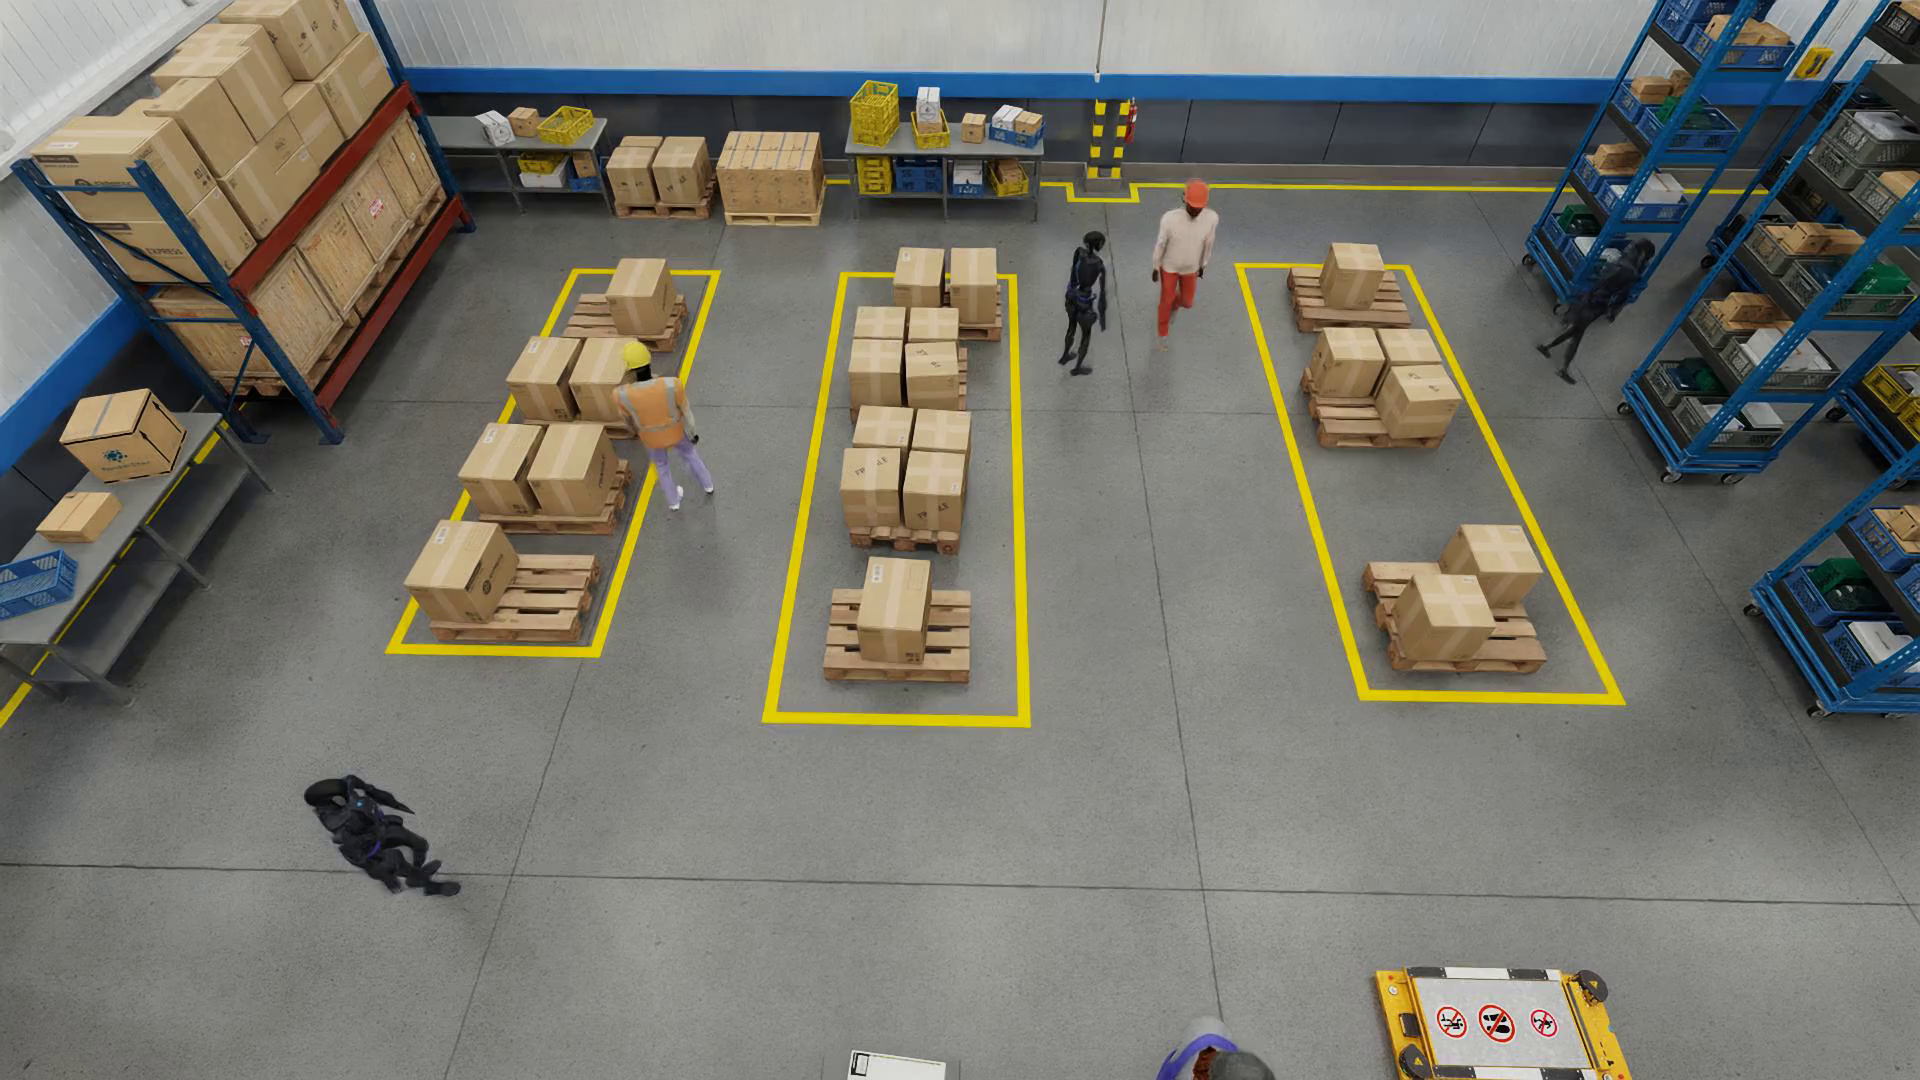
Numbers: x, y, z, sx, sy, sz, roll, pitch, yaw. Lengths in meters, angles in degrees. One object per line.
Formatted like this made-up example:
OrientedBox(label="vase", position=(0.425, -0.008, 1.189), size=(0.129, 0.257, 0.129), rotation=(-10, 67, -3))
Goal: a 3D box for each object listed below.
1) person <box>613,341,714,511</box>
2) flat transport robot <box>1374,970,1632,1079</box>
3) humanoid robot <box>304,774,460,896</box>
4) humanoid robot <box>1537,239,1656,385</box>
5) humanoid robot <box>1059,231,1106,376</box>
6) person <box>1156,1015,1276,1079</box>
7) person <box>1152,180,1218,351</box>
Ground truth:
OrientedBox(label="person", position=(-2.682, -1.002, 8.245), size=(0.592, 1.911, 0.480), rotation=(-17, 53, -13))
OrientedBox(label="flat transport robot", position=(3.501, 3.133, 5.914), size=(1.431, 0.197, 0.652), rotation=(1, 51, 1))
OrientedBox(label="humanoid robot", position=(-3.788, 1.967, 5.978), size=(0.371, 1.654, 0.597), rotation=(-13, 52, -10))
OrientedBox(label="humanoid robot", position=(6.632, -2.451, 9.607), size=(0.618, 1.659, 0.541), rotation=(-22, 54, -17))
OrientedBox(label="humanoid robot", position=(1.302, -2.482, 9.593), size=(0.326, 1.656, 0.609), rotation=(-24, 55, -18))
OrientedBox(label="person", position=(1.290, 3.033, 4.871), size=(0.536, 2.000, 0.680), rotation=(14, 52, 11))
OrientedBox(label="person", position=(2.351, -2.971, 9.806), size=(0.611, 1.974, 0.551), rotation=(-1, 51, -1))
